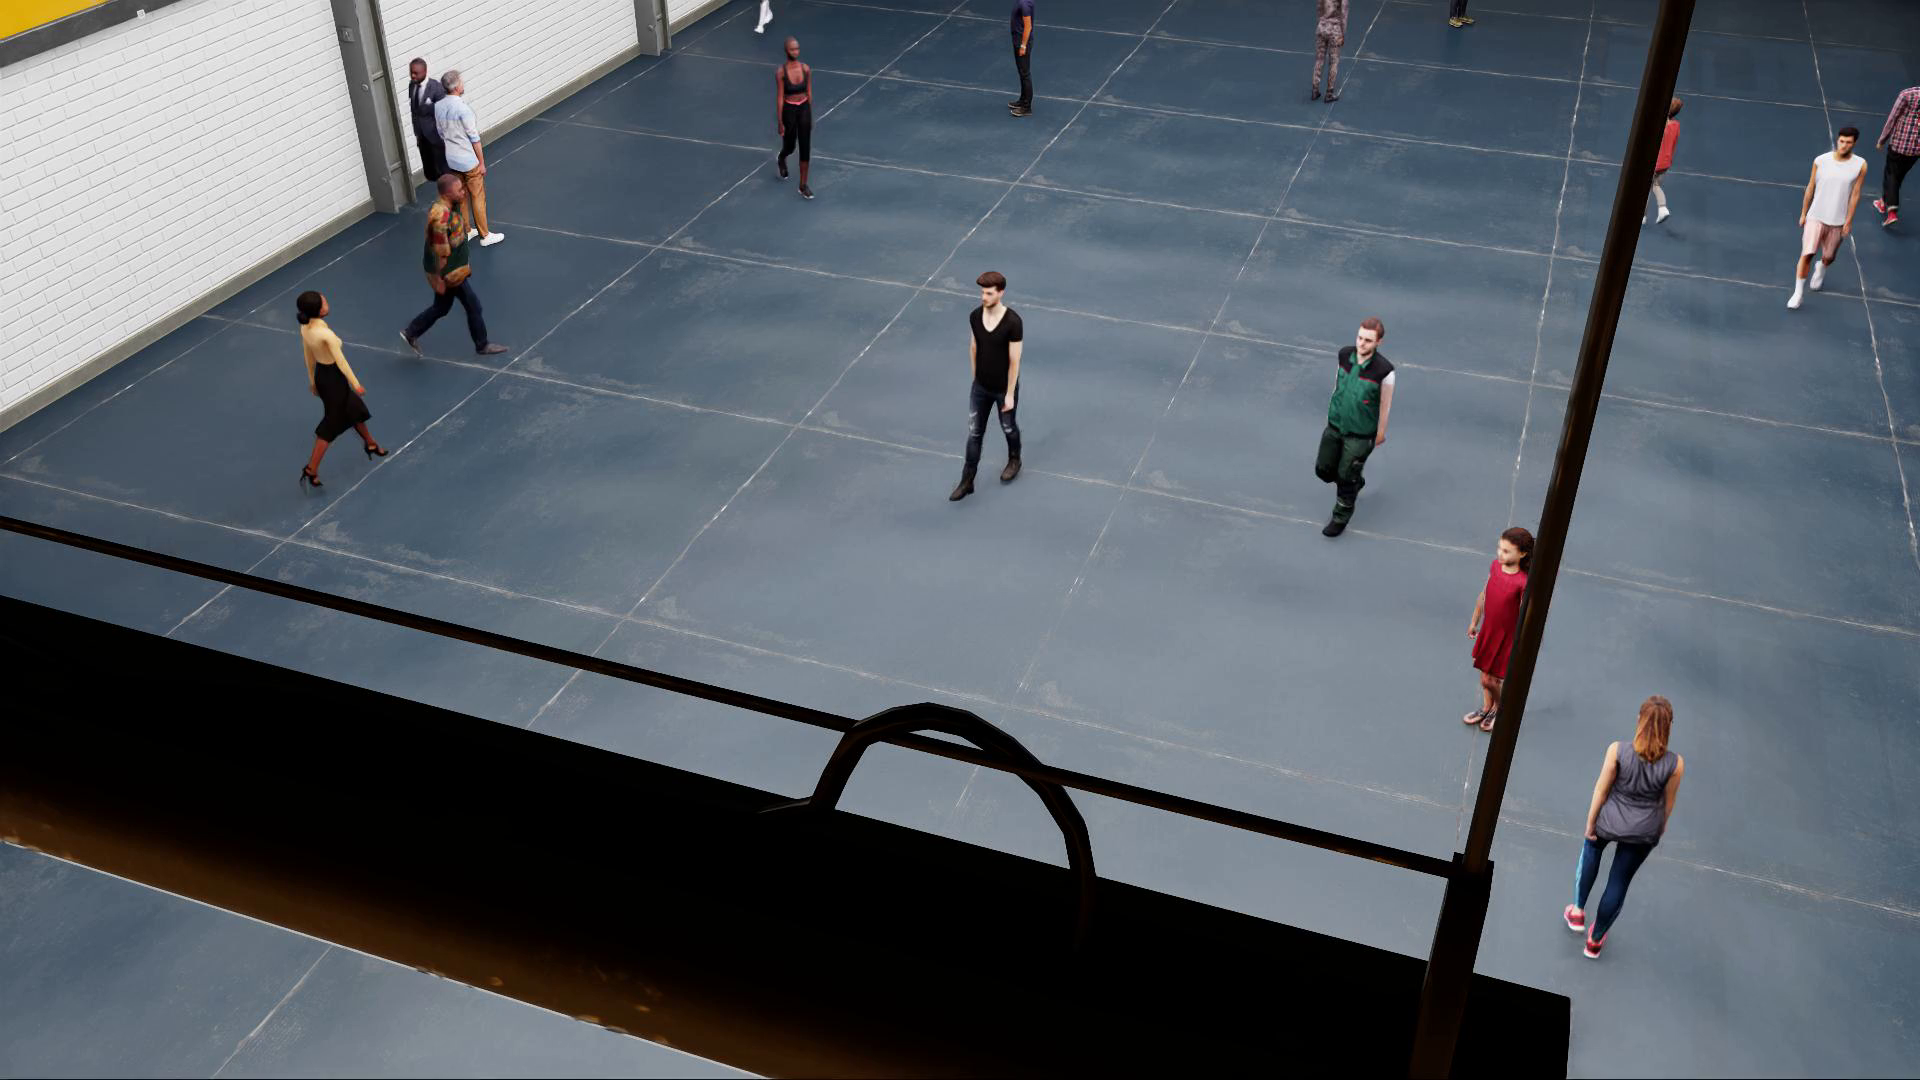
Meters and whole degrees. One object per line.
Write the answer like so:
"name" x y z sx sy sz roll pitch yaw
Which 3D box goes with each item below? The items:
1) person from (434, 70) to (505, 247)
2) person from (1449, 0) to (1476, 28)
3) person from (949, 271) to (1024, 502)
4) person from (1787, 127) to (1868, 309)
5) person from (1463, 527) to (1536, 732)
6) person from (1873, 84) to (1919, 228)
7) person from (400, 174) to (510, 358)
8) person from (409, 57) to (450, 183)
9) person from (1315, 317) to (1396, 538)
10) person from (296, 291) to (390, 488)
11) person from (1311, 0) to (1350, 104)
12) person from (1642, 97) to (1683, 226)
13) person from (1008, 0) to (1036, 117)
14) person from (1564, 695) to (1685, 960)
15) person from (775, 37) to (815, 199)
"person" -5.162 -3.976 17.317 0.726 1.828 0.639 18 38 25
"person" 7.314 -8.316 23.890 0.655 1.779 0.766 -24 41 -32
"person" 0.341 -1.255 13.190 0.781 1.864 1.120 18 38 25
"person" 8.450 -3.163 16.150 0.771 1.765 1.108 18 38 25
"person" 3.559 0.564 10.745 0.774 1.541 0.714 -15 37 -22
"person" 10.116 -4.201 17.725 0.842 1.749 1.140 4 34 6
"person" -4.716 -2.414 15.035 1.109 1.752 1.239 -4 34 -6
"person" -5.582 -4.304 17.834 0.854 1.802 0.956 18 38 25
"person" 3.036 -0.892 12.674 0.941 1.830 0.840 -27 42 -35
"person" -5.079 -1.168 13.284 0.844 1.615 1.120 27 42 35
"person" 4.696 -6.441 21.127 0.651 1.713 0.669 27 42 34
"person" 7.502 -4.008 17.743 0.734 1.409 0.791 -15 36 -21
"person" 0.787 -6.203 20.699 0.780 1.791 0.613 -3 34 -4
"person" 3.597 1.617 9.005 0.582 1.713 0.638 15 36 21
"person" -1.858 -4.738 18.542 0.989 1.740 1.026 -17 37 -24
